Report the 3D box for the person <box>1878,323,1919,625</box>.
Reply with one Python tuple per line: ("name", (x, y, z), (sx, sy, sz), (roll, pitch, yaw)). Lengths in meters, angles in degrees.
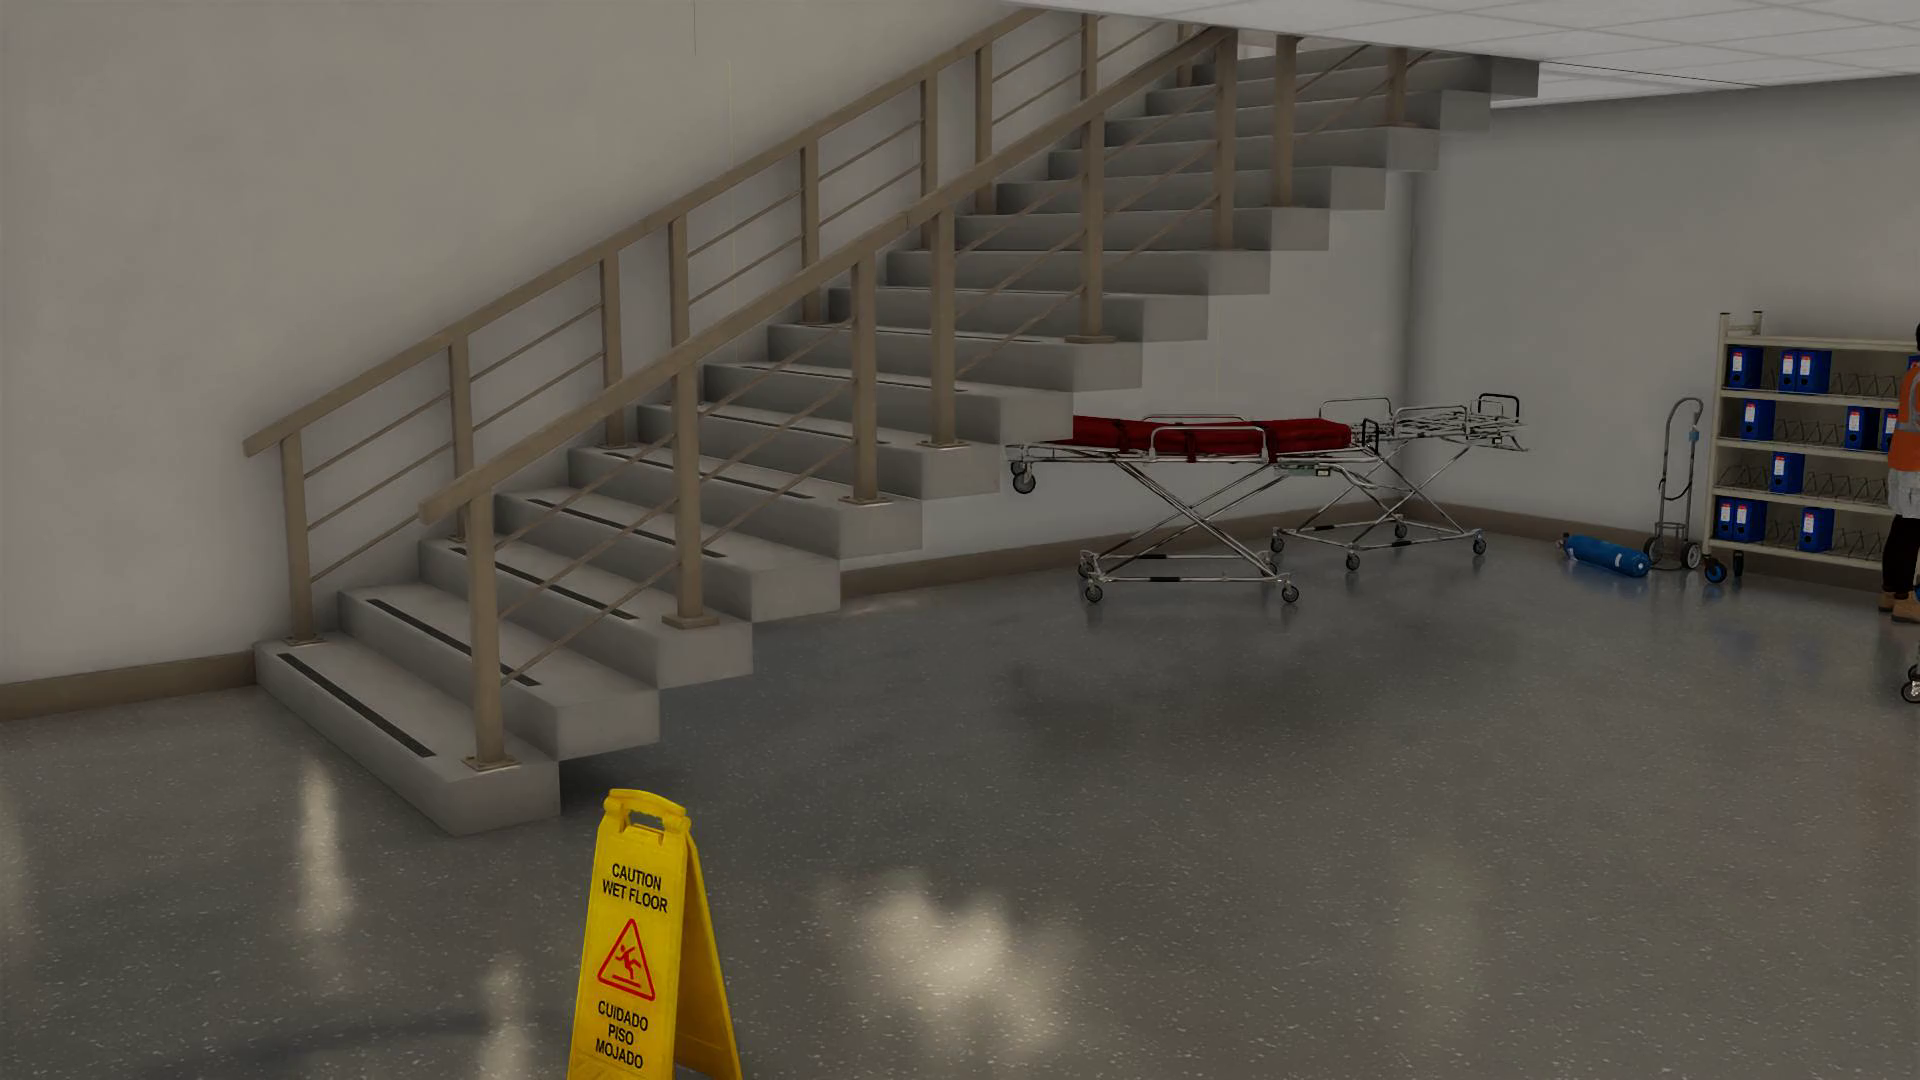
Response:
("person", (5.262, -0.392, 9.100), (0.319, 1.692, 0.533), (3, 10, 18))
